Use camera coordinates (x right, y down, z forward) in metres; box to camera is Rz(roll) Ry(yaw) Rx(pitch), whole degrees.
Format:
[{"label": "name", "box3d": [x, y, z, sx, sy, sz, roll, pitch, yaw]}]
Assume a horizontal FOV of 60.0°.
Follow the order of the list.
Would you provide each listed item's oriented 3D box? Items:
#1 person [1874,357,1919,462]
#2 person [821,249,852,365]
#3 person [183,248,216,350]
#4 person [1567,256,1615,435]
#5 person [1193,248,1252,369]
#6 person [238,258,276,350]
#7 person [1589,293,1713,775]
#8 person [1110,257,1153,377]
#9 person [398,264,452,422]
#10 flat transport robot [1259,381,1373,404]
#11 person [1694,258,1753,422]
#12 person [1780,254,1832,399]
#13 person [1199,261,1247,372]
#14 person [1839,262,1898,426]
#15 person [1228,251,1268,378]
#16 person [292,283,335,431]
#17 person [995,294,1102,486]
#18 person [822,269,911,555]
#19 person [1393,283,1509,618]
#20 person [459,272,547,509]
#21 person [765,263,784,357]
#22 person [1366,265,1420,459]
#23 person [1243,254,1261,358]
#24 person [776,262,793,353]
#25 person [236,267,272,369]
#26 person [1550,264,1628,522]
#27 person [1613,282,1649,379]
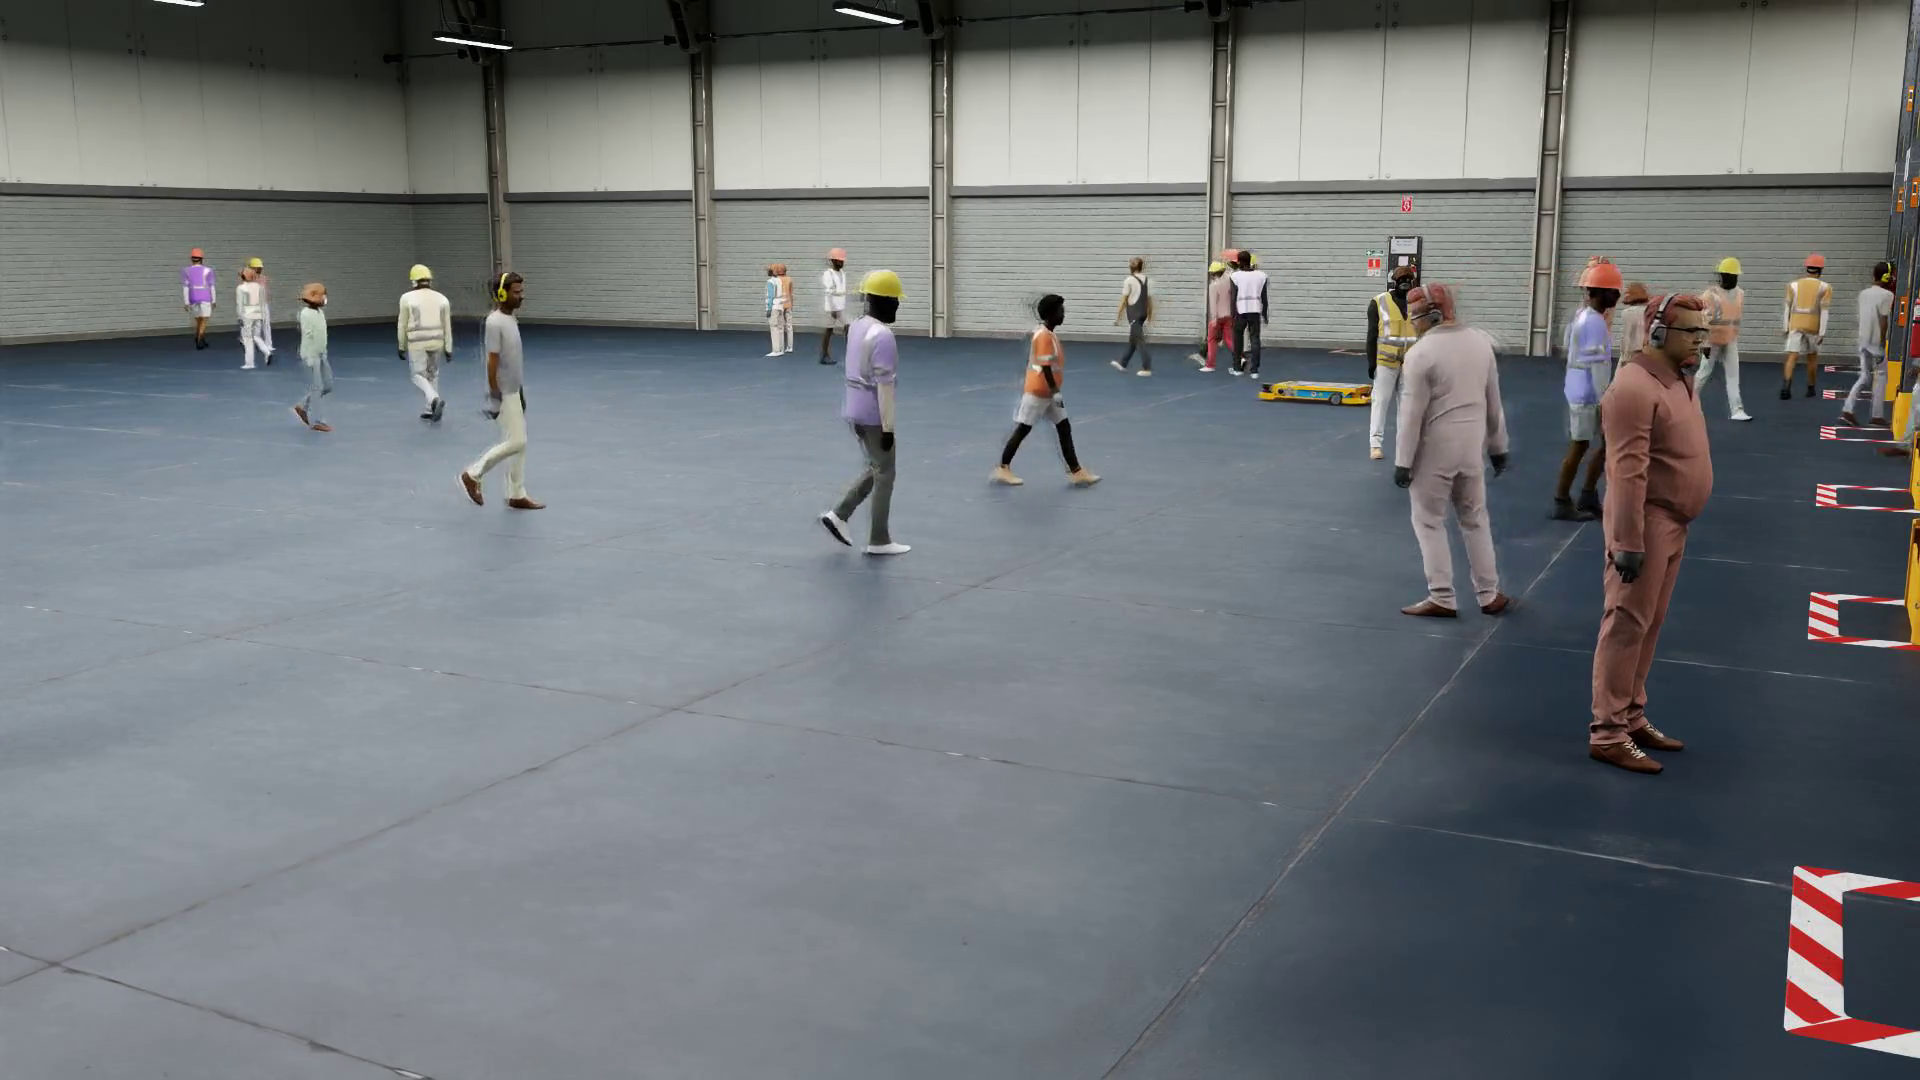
[{"label": "person", "box3d": [8.992, -1.632, 15.410, 0.917, 1.901, 0.641, 6, 12, 30]}, {"label": "person", "box3d": [-1.938, -3.812, 27.306, 0.918, 1.899, 0.560, 7, 12, 33]}, {"label": "person", "box3d": [-14.254, -4.514, 31.144, 0.535, 1.902, 0.909, -1, 10, -6]}, {"label": "person", "box3d": [6.787, -2.086, 17.864, 0.410, 1.913, 0.643, 6, 12, 29]}, {"label": "person", "box3d": [4.229, -3.687, 26.557, 1.014, 1.934, 0.583, 3, 11, 18]}, {"label": "person", "box3d": [-13.132, -4.393, 30.957, 0.800, 1.725, 0.563, 7, 12, 33]}, {"label": "person", "box3d": [2.794, -0.034, 6.692, 0.403, 1.904, 0.651, 8, 13, 36]}, {"label": "person", "box3d": [2.626, -3.397, 25.354, 0.515, 1.785, 0.990, -9, 14, -41]}, {"label": "person", "box3d": [-6.029, -2.214, 18.850, 0.692, 1.807, 0.594, 10, 14, 43]}, {"label": "flat transport robot", "box3d": [4.632, -1.898, 21.311, 1.431, 0.197, 0.652, 7, 12, 33]}, {"label": "person", "box3d": [8.829, -2.331, 19.311, 0.609, 1.877, 1.008, -3, 11, -16]}, {"label": "person", "box3d": [11.017, -2.778, 21.691, 0.555, 1.903, 0.950, 8, 13, 36]}, {"label": "person", "box3d": [4.115, -3.458, 25.841, 0.758, 1.738, 0.537, 10, 14, 42]}, {"label": "person", "box3d": [10.168, -2.175, 18.542, 0.639, 1.838, 0.541, -2, 11, -13]}, {"label": "person", "box3d": [4.351, -3.402, 25.115, 0.690, 1.880, 0.881, -1, 10, -7]}, {"label": "person", "box3d": [-7.073, -1.987, 18.131, 0.429, 1.619, 0.531, 1, 10, 4]}, {"label": "person", "box3d": [0.714, -1.259, 14.089, 0.913, 1.644, 0.529, 3, 11, 18]}, {"label": "person", "box3d": [-0.591, -0.835, 11.040, 0.501, 1.907, 0.610, -5, 12, -26]}, {"label": "person", "box3d": [2.761, -0.494, 9.304, 0.792, 1.870, 0.460, -6, 12, -28]}, {"label": "person", "box3d": [-3.549, -1.135, 12.850, 0.555, 1.856, 0.530, 0, 10, 0]}, {"label": "person", "box3d": [-3.272, -4.050, 29.314, 0.310, 1.638, 0.523, 3, 11, 15]}, {"label": "person", "box3d": [4.189, -1.688, 15.880, 0.623, 1.845, 0.430, 0, 10, -2]}, {"label": "person", "box3d": [4.968, -4.050, 28.856, 0.568, 1.813, 0.604, 0, 10, -2]}, {"label": "person", "box3d": [-3.225, -4.196, 30.103, 0.512, 1.642, 0.311, -10, 14, -44]}, {"label": "person", "box3d": [-11.277, -3.527, 26.473, 0.436, 1.626, 0.530, 4, 11, 21]}, {"label": "person", "box3d": [4.722, -1.073, 12.336, 0.607, 1.917, 0.562, 4, 11, 23]}, {"label": "person", "box3d": [7.415, -2.006, 18.226, 0.507, 1.623, 0.417, -6, 12, -31]}]
